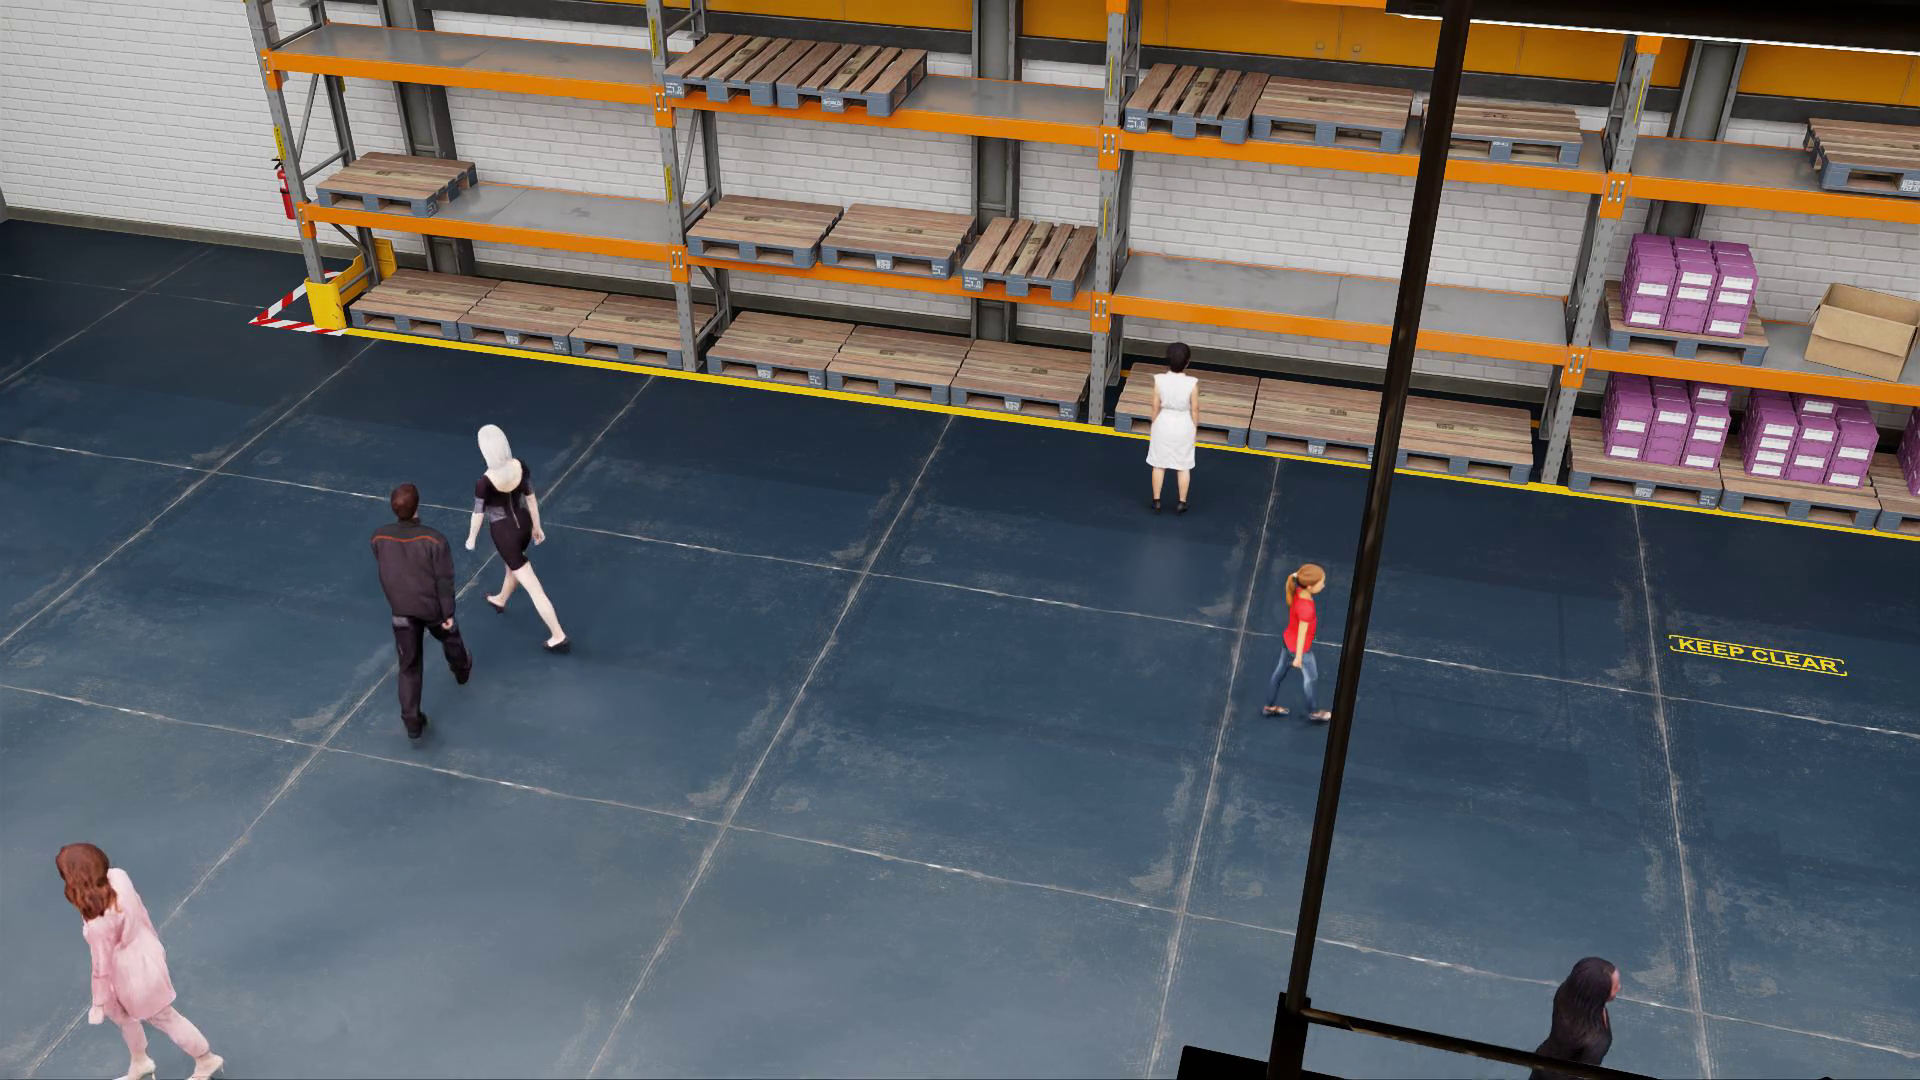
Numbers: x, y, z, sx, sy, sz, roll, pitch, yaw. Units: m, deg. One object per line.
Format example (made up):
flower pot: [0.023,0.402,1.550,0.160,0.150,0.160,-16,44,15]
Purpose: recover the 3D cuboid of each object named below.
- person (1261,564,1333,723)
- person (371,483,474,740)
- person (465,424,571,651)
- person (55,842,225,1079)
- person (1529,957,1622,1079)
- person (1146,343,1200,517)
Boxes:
person: [2.256,0.713,11.430,0.806,1.295,0.624,-2,34,-3]
person: [-3.701,0.513,11.281,1.217,1.793,1.027,-1,34,-2]
person: [-3.143,0.039,12.009,1.248,1.777,0.883,18,38,25]
person: [-4.196,2.251,8.680,0.955,1.778,0.860,-11,35,-16]
person: [2.875,2.652,8.156,1.182,1.690,0.860,-2,34,-3]
person: [1.751,-0.895,13.618,0.458,1.551,0.617,7,34,10]
